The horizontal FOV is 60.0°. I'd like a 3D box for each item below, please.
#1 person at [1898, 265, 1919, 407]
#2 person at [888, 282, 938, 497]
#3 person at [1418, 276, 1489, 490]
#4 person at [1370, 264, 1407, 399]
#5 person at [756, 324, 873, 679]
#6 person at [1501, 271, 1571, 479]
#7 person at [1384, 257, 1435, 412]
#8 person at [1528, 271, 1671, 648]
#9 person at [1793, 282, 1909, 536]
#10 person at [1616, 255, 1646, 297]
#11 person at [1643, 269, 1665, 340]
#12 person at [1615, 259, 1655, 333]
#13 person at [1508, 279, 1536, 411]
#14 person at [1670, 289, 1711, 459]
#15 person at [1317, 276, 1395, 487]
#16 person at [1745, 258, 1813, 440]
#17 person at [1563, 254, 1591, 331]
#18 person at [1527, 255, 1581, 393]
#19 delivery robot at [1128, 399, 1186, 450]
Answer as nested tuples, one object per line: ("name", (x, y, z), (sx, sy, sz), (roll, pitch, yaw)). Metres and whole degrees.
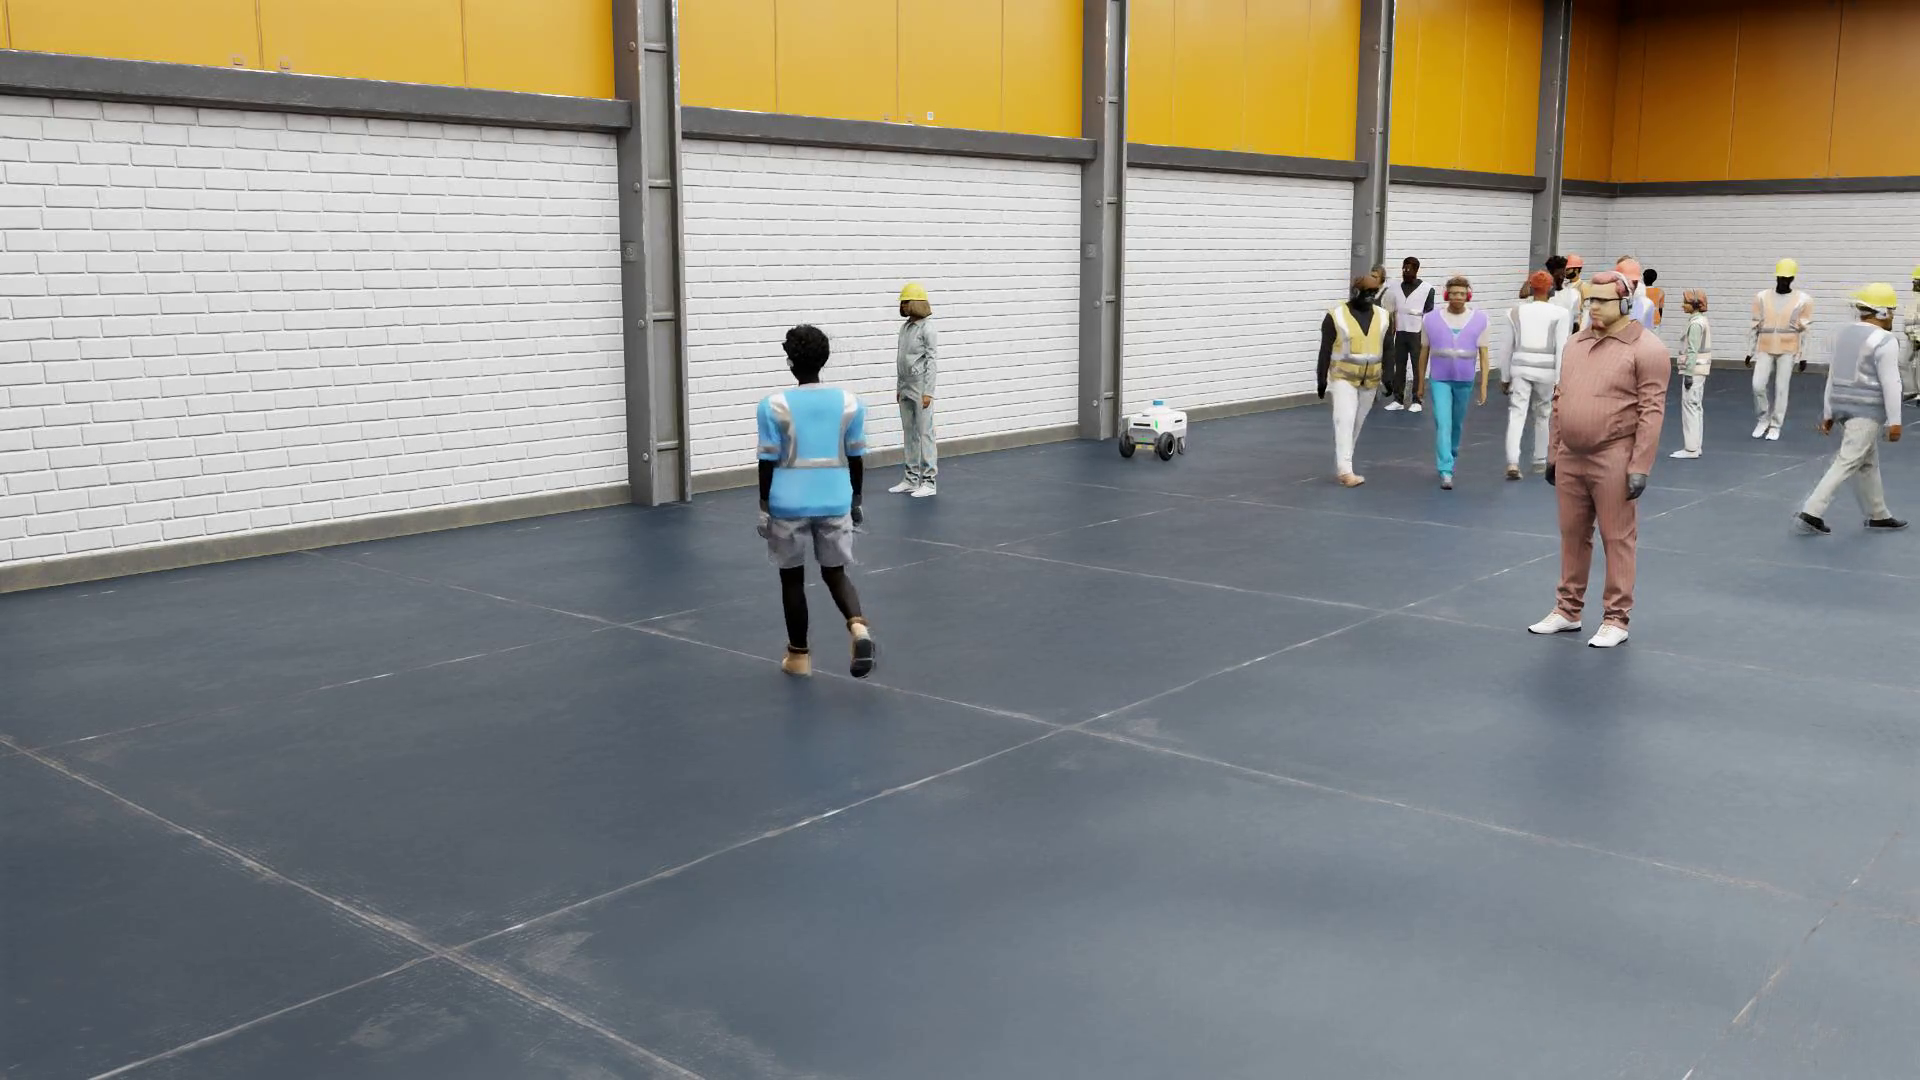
("person", (12.182, -2.589, 21.171), (0.491, 1.812, 0.589), (1, 10, 8))
("person", (-0.377, -1.227, 13.616), (0.297, 1.744, 0.487), (-7, 12, -35))
("person", (4.230, -1.371, 14.310), (0.570, 1.796, 1.012), (2, 10, 9))
("person", (5.310, -2.561, 20.991), (0.650, 1.824, 0.533), (-5, 11, -28))
("person", (-0.660, -0.152, 7.664), (0.541, 1.681, 0.582), (-5, 11, -26))
("person", (5.054, -1.458, 14.697), (0.586, 1.835, 1.028), (6, 12, 32))
("person", (5.600, -2.554, 20.674), (0.596, 1.915, 0.370), (10, 14, 44))
("person", (3.259, -0.412, 8.512), (0.411, 1.908, 0.643), (-6, 12, -30))
("person", (6.337, -0.916, 11.724), (0.933, 1.791, 0.612), (-1, 10, -7))
("person", (7.701, -2.340, 19.408), (0.371, 1.935, 0.627), (-8, 12, -37))
("person", (10.797, -3.405, 26.147), (0.532, 1.696, 0.319), (-2, 10, -9))
("person", (6.006, -1.577, 15.089), (0.568, 1.921, 0.435), (1, 10, 6))
("person", (7.048, -2.410, 20.658), (0.498, 1.634, 0.281), (0, 10, -1))
("person", (7.058, -1.592, 16.020), (0.314, 1.633, 0.521), (5, 11, 28))
("person", (3.418, -1.381, 14.387), (0.626, 1.798, 0.922), (-2, 10, -12))
("person", (8.586, -1.990, 17.477), (0.629, 1.907, 0.460), (8, 13, 38))
("person", (8.019, -2.776, 21.882), (0.363, 1.935, 0.553), (-2, 10, -13))
("person", (6.371, -2.082, 17.887), (0.634, 1.947, 0.468), (-1, 10, -6))
("delivery robot", (1.914, -1.120, 16.110), (0.477, 0.478, 0.707), (6, 11, 31))
